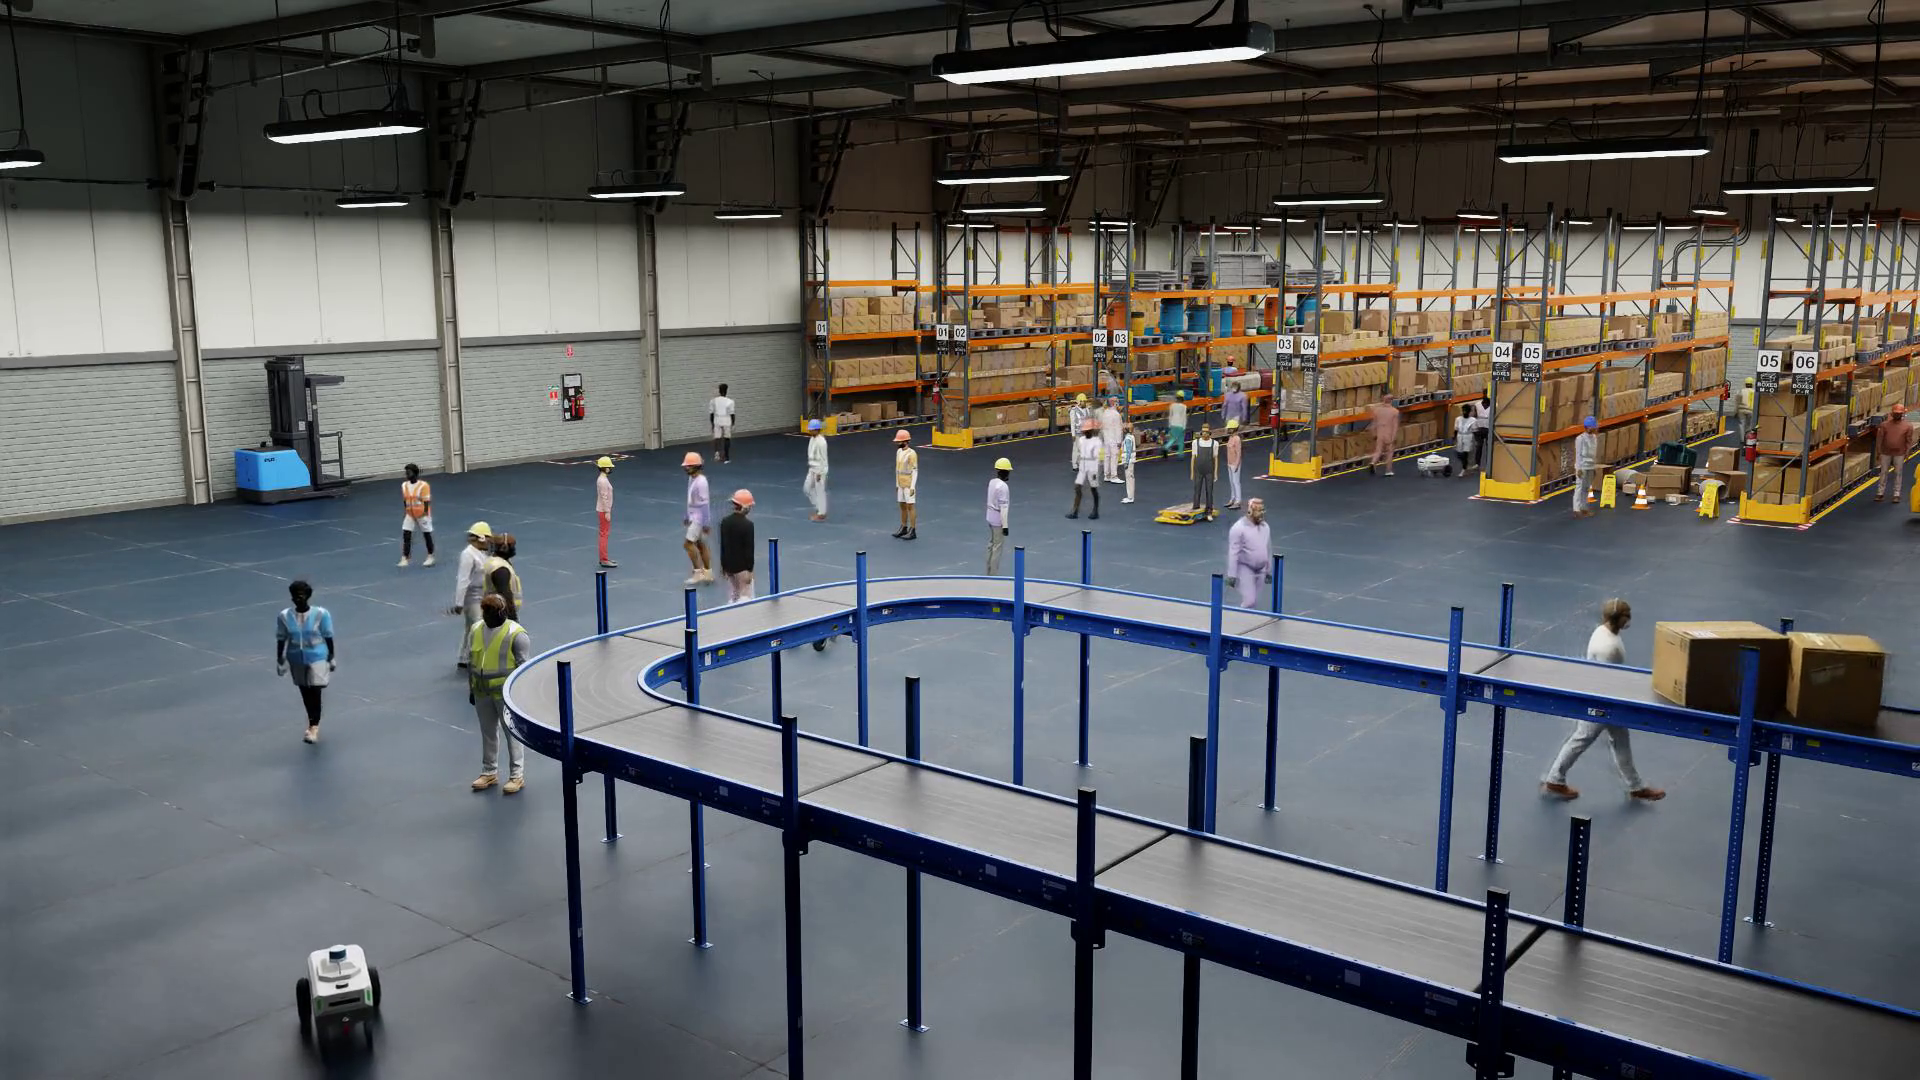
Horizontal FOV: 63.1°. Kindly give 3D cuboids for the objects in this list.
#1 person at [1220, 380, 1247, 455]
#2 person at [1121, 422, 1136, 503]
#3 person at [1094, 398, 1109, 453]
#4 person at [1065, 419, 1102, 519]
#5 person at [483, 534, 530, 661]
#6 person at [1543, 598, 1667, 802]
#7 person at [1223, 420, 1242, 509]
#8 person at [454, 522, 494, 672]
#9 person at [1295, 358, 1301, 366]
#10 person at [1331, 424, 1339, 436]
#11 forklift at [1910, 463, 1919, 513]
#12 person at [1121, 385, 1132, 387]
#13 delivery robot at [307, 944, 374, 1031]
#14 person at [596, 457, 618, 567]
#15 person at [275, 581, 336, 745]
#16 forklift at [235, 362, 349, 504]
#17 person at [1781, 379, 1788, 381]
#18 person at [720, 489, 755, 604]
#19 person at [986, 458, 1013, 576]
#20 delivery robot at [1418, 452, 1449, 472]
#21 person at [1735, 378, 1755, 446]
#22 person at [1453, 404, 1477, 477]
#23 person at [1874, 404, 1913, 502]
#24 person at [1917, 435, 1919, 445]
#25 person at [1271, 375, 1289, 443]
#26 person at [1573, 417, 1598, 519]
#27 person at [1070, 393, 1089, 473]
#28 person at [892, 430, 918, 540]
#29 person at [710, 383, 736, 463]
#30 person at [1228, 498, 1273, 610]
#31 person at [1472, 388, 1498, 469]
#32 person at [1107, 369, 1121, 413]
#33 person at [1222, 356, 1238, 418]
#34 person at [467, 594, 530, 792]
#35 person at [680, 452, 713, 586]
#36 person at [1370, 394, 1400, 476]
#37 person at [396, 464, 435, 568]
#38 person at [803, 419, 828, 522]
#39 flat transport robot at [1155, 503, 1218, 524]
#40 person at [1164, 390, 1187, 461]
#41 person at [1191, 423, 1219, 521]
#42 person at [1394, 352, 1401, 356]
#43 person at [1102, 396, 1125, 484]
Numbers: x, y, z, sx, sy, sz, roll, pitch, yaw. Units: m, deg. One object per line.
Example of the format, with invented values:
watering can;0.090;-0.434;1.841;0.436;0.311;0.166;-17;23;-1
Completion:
person;6.958;-3.096;39.538;0.688;1.904;0.711;7;12;35
person;3.412;-1.569;31.678;0.312;1.639;0.520;2;10;13
person;3.420;-2.641;37.767;0.521;1.617;0.687;-5;11;-28
person;2.358;-1.315;29.500;0.563;1.897;0.899;9;13;41
person;-5.059;0.826;17.740;0.886;1.798;0.663;-3;11;-19
person;5.808;1.442;14.060;1.041;1.882;0.652;5;11;25
person;5.393;-1.500;30.941;0.327;1.767;0.533;-1;10;-8
person;-5.774;0.683;18.576;0.540;1.788;0.612;-1;10;-8
person;12.497;-6.199;56.816;0.622;1.968;0.802;-4;11;-23
person;10.286;-3.548;42.854;0.403;1.617;0.524;-8;13;-40
forklift;19.034;-1.348;28.998;2.313;2.155;1.214;8;13;37
person;5.284;-5.044;50.482;0.610;1.904;0.573;8;13;37
delivery robot;-3.933;2.814;9.920;0.477;0.478;0.707;-5;11;-25
person;-5.670;-0.459;25.077;0.312;1.768;0.530;-3;11;-16
person;-6.642;1.239;15.832;0.552;1.648;0.868;-1;10;-4
forklift;-13.803;-2.244;32.110;1.129;2.768;1.873;8;13;37
person;21.541;-3.311;40.976;0.603;1.825;0.996;8;13;37
person;-2.869;0.337;20.019;0.639;1.973;0.600;9;13;40
person;0.611;-0.293;23.752;0.414;1.913;0.596;-3;10;-15
delivery robot;10.801;-1.767;35.701;0.707;0.478;0.477;-4;11;-24
person;21.019;-3.436;41.762;0.617;1.784;0.899;6;12;29
person;11.523;-2.275;35.594;0.550;1.670;0.542;9;14;42
person;18.990;-1.773;31.824;0.612;1.997;0.375;8;13;40
person;21.775;-2.230;34.908;0.681;1.810;0.652;-7;12;-35
person;8.720;-3.578;42.405;0.563;1.864;0.961;9;13;41
person;11.974;-1.380;29.848;0.678;1.929;0.420;-7;12;-36
person;2.805;-2.479;36.245;0.590;1.837;0.403;-10;14;-43
person;-0.971;-0.979;27.531;0.376;1.934;0.547;-7;12;-35
person;-5.743;-2.822;37.861;0.626;1.945;0.502;1;10;5
person;3.717;0.406;19.841;0.675;1.890;0.428;-8;13;-37
person;12.359;-2.609;36.753;0.590;1.919;0.393;7;12;34
person;4.390;-3.998;44.808;0.550;1.829;0.481;-6;12;-29
person;8.423;-4.772;48.873;0.542;1.938;0.358;5;11;24
person;-4.266;1.399;14.406;0.627;1.845;0.429;3;11;18
person;-4.009;-0.314;23.555;0.641;2.022;0.627;-3;11;-18
person;9.663;-2.380;35.561;0.648;1.887;0.630;9;14;43
person;-8.677;-0.369;24.861;0.552;1.665;0.779;3;10;16
person;-2.699;-1.312;29.401;0.452;1.929;0.650;-5;11;-25
flat transport robot;4.308;-0.509;29.684;0.652;0.197;1.431;7;12;33
person;5.297;-2.795;38.291;0.592;1.743;0.523;-9;14;-42
person;4.598;-1.275;29.446;0.512;1.845;0.340;1;10;7
person;14.819;-5.509;53.128;0.670;1.903;0.445;1;10;4
person;3.402;-2.215;34.552;0.408;1.913;0.644;-5;11;-25
